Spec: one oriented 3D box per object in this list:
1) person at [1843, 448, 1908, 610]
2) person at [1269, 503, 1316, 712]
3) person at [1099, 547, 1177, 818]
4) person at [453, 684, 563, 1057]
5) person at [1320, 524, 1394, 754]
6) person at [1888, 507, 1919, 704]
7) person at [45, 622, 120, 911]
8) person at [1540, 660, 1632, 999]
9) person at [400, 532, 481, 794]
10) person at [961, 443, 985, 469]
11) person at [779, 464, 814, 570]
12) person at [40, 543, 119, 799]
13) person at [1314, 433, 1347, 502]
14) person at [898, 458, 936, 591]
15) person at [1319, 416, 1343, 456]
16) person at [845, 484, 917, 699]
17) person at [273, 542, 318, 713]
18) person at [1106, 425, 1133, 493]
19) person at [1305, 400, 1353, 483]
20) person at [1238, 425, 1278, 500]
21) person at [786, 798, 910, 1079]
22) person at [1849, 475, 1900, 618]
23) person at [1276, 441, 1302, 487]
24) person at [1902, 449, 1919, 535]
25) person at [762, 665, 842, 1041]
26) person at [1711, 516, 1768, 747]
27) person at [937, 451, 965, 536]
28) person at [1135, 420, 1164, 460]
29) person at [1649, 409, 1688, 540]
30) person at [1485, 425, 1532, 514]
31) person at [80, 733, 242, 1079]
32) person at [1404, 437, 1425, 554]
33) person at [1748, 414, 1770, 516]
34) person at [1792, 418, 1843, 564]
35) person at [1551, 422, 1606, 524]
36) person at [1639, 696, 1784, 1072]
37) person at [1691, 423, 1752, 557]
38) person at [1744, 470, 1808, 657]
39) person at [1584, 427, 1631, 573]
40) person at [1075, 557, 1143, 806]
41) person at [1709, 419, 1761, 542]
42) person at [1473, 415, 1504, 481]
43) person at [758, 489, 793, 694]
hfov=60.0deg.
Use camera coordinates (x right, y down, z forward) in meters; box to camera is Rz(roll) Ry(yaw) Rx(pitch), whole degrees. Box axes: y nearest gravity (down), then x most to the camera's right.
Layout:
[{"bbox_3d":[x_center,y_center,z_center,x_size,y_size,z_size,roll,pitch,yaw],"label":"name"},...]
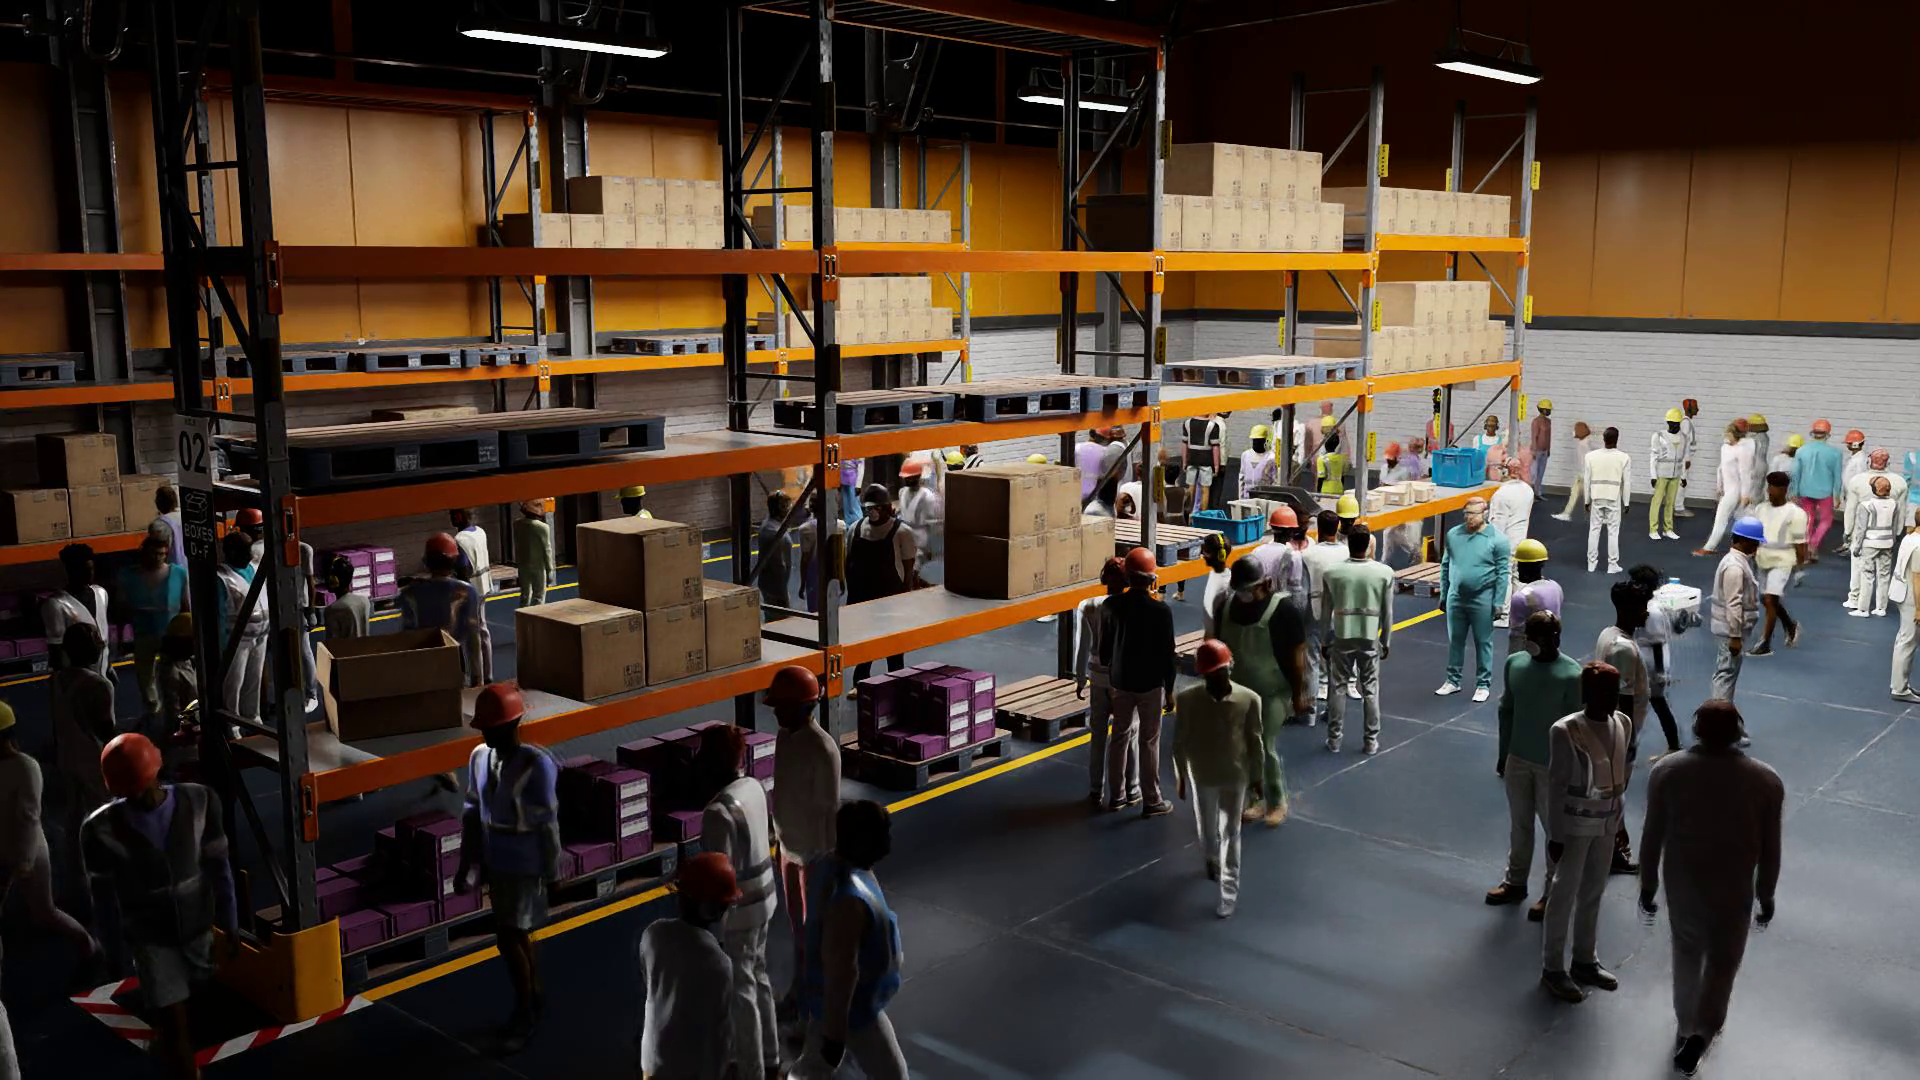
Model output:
[{"bbox_3d":[10.651,-0.121,19.411,0.641,1.908,0.408,2,10,14],"label":"person"},{"bbox_3d":[2.988,0.605,15.088,0.597,1.908,0.412,-7,12,-37],"label":"person"},{"bbox_3d":[1.311,1.041,12.198,0.621,1.997,0.372,7,12,35],"label":"person"},{"bbox_3d":[-2.377,1.688,8.581,0.548,1.920,0.645,7,12,34],"label":"person"},{"bbox_3d":[3.279,0.821,13.794,0.589,1.909,0.400,1,10,9],"label":"person"},{"bbox_3d":[8.819,0.586,15.405,0.394,1.836,0.561,4,10,23],"label":"person"},{"bbox_3d":[-5.440,1.423,10.393,0.504,1.839,0.342,4,10,21],"label":"person"},{"bbox_3d":[3.491,1.592,9.247,0.584,1.882,0.337,-5,11,-28],"label":"person"},{"bbox_3d":[-3.955,0.959,12.654,0.617,2.018,0.663,0,10,2],"label":"person"},{"bbox_3d":[0.141,-0.596,23.044,0.300,1.638,0.523,-9,13,-43],"label":"person"},{"bbox_3d":[-2.135,-0.544,22.059,0.590,1.860,1.000,5,11,28],"label":"person"},{"bbox_3d":[-6.651,0.985,12.625,0.370,1.966,0.608,2,10,11],"label":"person"},{"bbox_3d":[5.153,-0.650,23.190,0.542,1.695,0.316,-6,11,-32],"label":"person"},{"bbox_3d":[-0.446,0.009,18.647,0.717,1.910,0.546,-8,13,-41],"label":"person"},{"bbox_3d":[5.597,-1.018,25.286,0.483,1.737,0.319,-7,12,-36],"label":"person"},{"bbox_3d":[-0.769,0.487,15.378,0.682,2.000,0.537,3,10,17],"label":"person"},{"bbox_3d":[-6.049,0.640,15.009,0.509,1.863,0.326,1,10,9],"label":"person"},{"bbox_3d":[2.015,-0.646,22.139,0.536,2.000,0.683,4,10,25],"label":"person"},{"bbox_3d":[5.839,-1.260,26.279,0.724,1.886,0.535,7,12,37],"label":"person"},{"bbox_3d":[3.928,-0.558,21.946,0.587,1.930,0.363,7,12,38],"label":"person"},{"bbox_3d":[-0.481,1.982,7.215,0.978,1.791,0.629,-2,10,-11],"label":"person"},{"bbox_3d":[10.456,0.082,18.992,0.514,1.641,0.308,-2,10,-12],"label":"person"},{"bbox_3d":[4.308,-0.472,21.946,0.340,1.760,0.526,9,13,41],"label":"person"},{"bbox_3d":[12.335,-0.481,21.227,0.637,2.025,0.406,7,12,37],"label":"person"},{"bbox_3d":[-0.831,1.625,8.759,0.408,1.985,0.620,-6,11,-30],"label":"person"},{"bbox_3d":[6.554,0.759,14.060,0.397,1.939,0.602,4,10,23],"label":"person"},{"bbox_3d":[-0.053,-0.208,20.337,0.525,1.772,0.309,-7,12,-38],"label":"person"},{"bbox_3d":[3.209,-1.499,28.161,0.502,1.718,0.420,-1,10,-6],"label":"person"},{"bbox_3d":[10.391,-0.964,24.375,0.584,1.928,0.373,-2,10,-12],"label":"person"},{"bbox_3d":[7.314,-0.625,22.502,0.578,1.882,0.759,-8,13,-41],"label":"person"},{"bbox_3d":[-3.753,1.794,7.788,0.623,1.975,0.999,-8,12,-40],"label":"person"},{"bbox_3d":[6.362,-0.622,23.240,0.400,1.621,0.573,2,10,11],"label":"person"},{"bbox_3d":[12.249,-1.072,25.592,0.333,1.735,0.487,9,13,42],"label":"person"},{"bbox_3d":[11.460,-0.636,22.264,0.488,1.976,0.631,-9,13,-44],"label":"person"},{"bbox_3d":[9.680,-1.040,25.842,0.823,1.572,0.509,1,10,7],"label":"person"},{"bbox_3d":[3.766,1.745,8.404,0.665,1.865,0.816,6,11,32],"label":"person"},{"bbox_3d":[10.652,-0.673,22.808,0.999,1.882,0.652,1,10,4],"label":"person"},{"bbox_3d":[8.511,0.226,17.252,0.836,1.945,0.606,-4,10,-22],"label":"person"},{"bbox_3d":[8.462,-0.523,21.773,0.591,1.919,0.392,7,12,34],"label":"person"},{"bbox_3d":[1.156,1.057,12.439,0.585,1.882,0.340,2,10,10],"label":"person"},{"bbox_3d":[11.152,-0.820,23.781,0.585,1.847,0.935,-1,10,-5],"label":"person"},{"bbox_3d":[7.716,-0.909,24.295,0.506,1.847,0.346,4,10,21],"label":"person"},{"bbox_3d":[-1.732,0.482,15.709,0.353,1.937,0.635,-2,10,-12],"label":"person"}]
